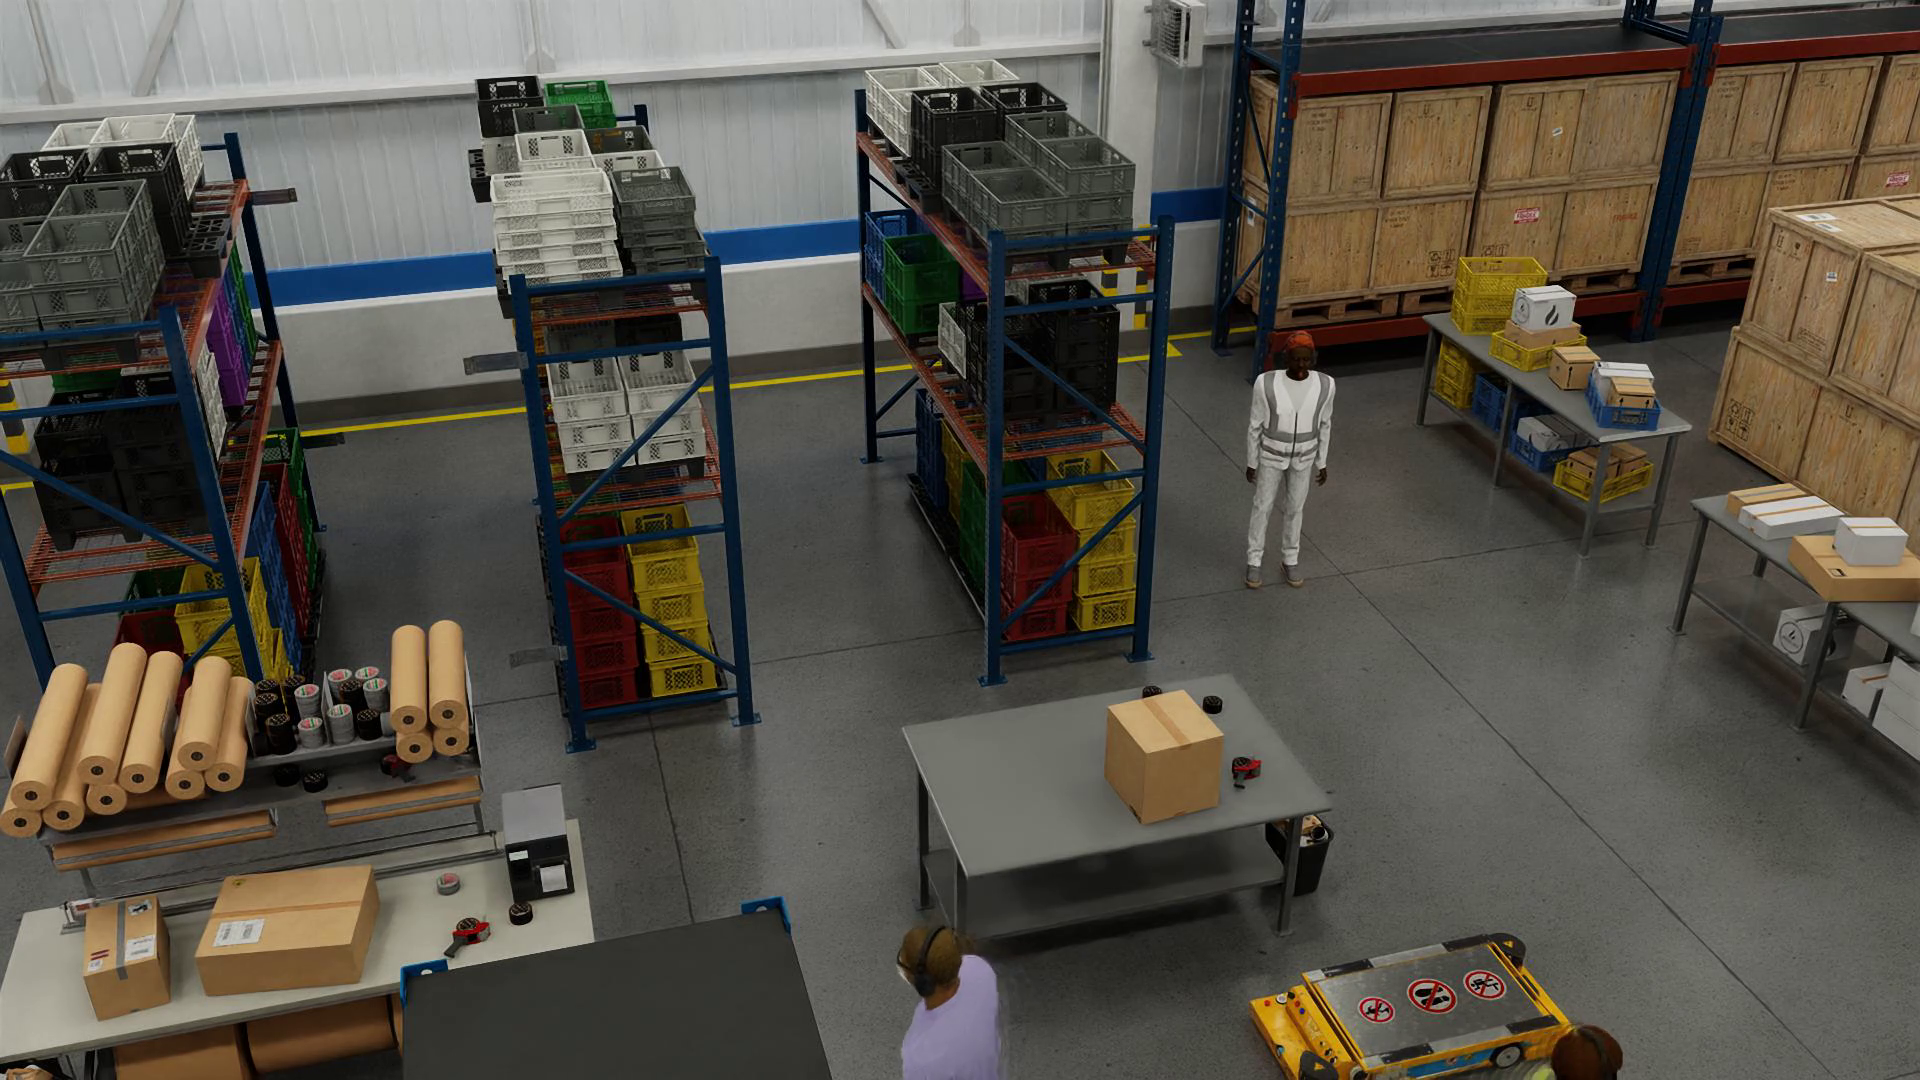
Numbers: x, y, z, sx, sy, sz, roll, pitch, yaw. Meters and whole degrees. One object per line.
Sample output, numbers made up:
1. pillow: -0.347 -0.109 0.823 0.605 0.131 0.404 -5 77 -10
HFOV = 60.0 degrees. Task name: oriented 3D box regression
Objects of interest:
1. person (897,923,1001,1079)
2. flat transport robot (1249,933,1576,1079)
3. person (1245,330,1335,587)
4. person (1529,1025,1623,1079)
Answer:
1. person: -0.063 2.234 6.363 0.439 1.926 0.629 7 30 13
2. flat transport robot: 2.184 2.282 7.980 1.431 0.197 0.652 -8 30 -14
3. person: 2.255 -0.548 11.469 0.573 1.883 0.355 -1 29 -2
4. person: 2.140 2.506 5.989 0.665 1.805 0.646 10 30 18
